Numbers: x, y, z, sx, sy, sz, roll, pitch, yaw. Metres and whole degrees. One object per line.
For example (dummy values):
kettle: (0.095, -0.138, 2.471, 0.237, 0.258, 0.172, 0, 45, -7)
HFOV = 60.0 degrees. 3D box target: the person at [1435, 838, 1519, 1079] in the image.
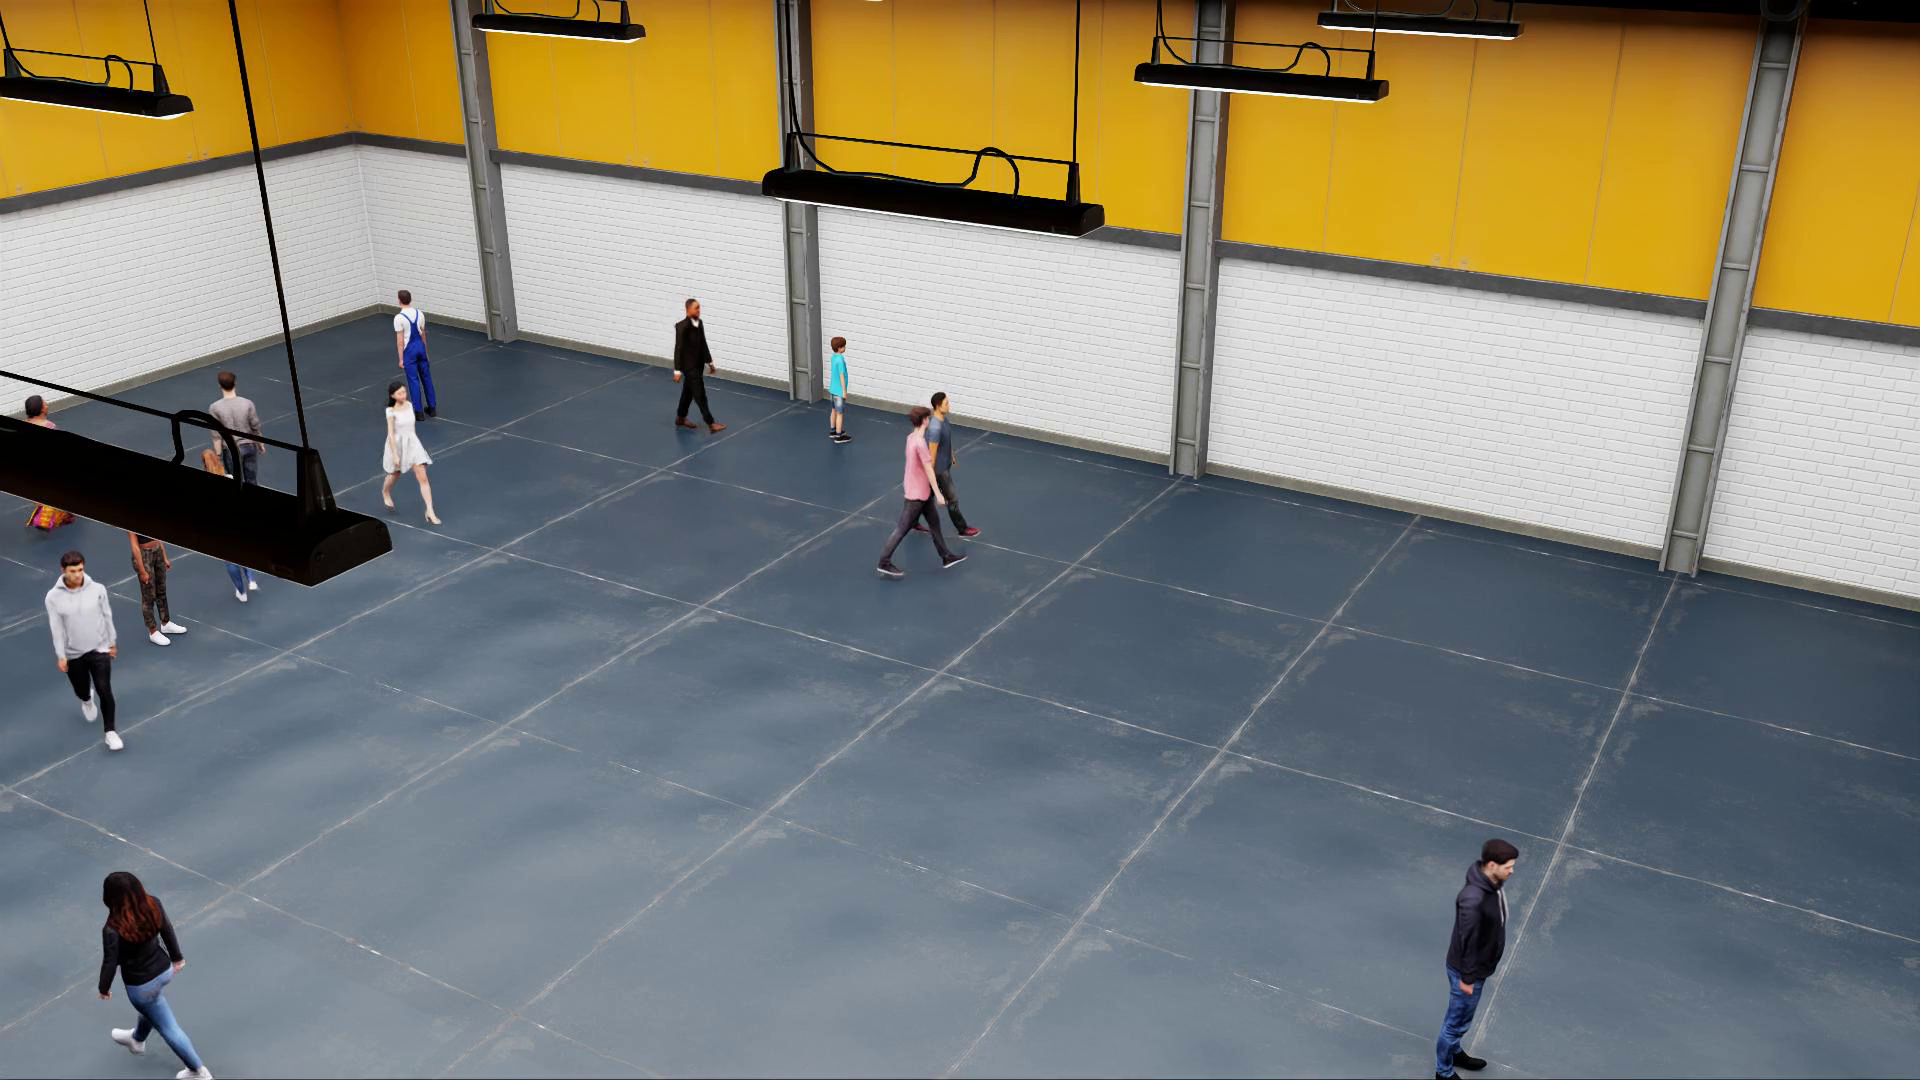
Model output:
person: (3.350, 2.759, 10.924, 0.572, 1.889, 0.678, 11, 26, 24)

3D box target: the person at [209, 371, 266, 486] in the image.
person: (-8.465, -1.008, 19.571, 1.130, 1.864, 1.300, -11, 26, -24)

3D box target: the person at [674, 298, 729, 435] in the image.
person: (-3.733, -2.371, 22.692, 1.214, 1.862, 0.777, 11, 26, 24)

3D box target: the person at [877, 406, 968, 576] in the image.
person: (-0.569, -0.479, 18.320, 1.329, 1.897, 1.193, -3, 24, -8)

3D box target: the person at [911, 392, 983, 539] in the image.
person: (-0.333, -0.846, 19.326, 1.247, 1.764, 0.965, 3, 24, 8)

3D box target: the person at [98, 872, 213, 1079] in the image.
person: (-5.275, 2.912, 10.945, 1.171, 1.591, 0.820, 7, 24, 15)

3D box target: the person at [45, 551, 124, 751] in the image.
person: (-7.922, 0.953, 15.034, 0.971, 1.905, 1.163, -15, 28, -31)

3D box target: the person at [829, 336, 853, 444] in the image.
person: (-1.655, -2.053, 22.482, 0.648, 1.447, 0.567, -10, 25, -21)

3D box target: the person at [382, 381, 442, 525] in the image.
person: (-6.689, -1.033, 19.812, 1.258, 1.718, 0.667, 16, 28, 33)

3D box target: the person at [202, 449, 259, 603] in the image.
person: (-7.805, -0.125, 17.739, 0.718, 1.715, 0.738, -15, 28, -31)

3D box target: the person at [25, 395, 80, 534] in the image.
person: (-10.756, -0.881, 19.545, 1.113, 1.652, 0.866, 8, 25, 18)

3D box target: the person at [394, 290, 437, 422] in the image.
person: (-7.626, -2.594, 23.219, 0.623, 1.849, 0.658, 19, 30, 36)

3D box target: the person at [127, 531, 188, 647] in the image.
person: (-8.268, 0.223, 16.960, 0.625, 1.701, 0.634, 5, 24, 11)
